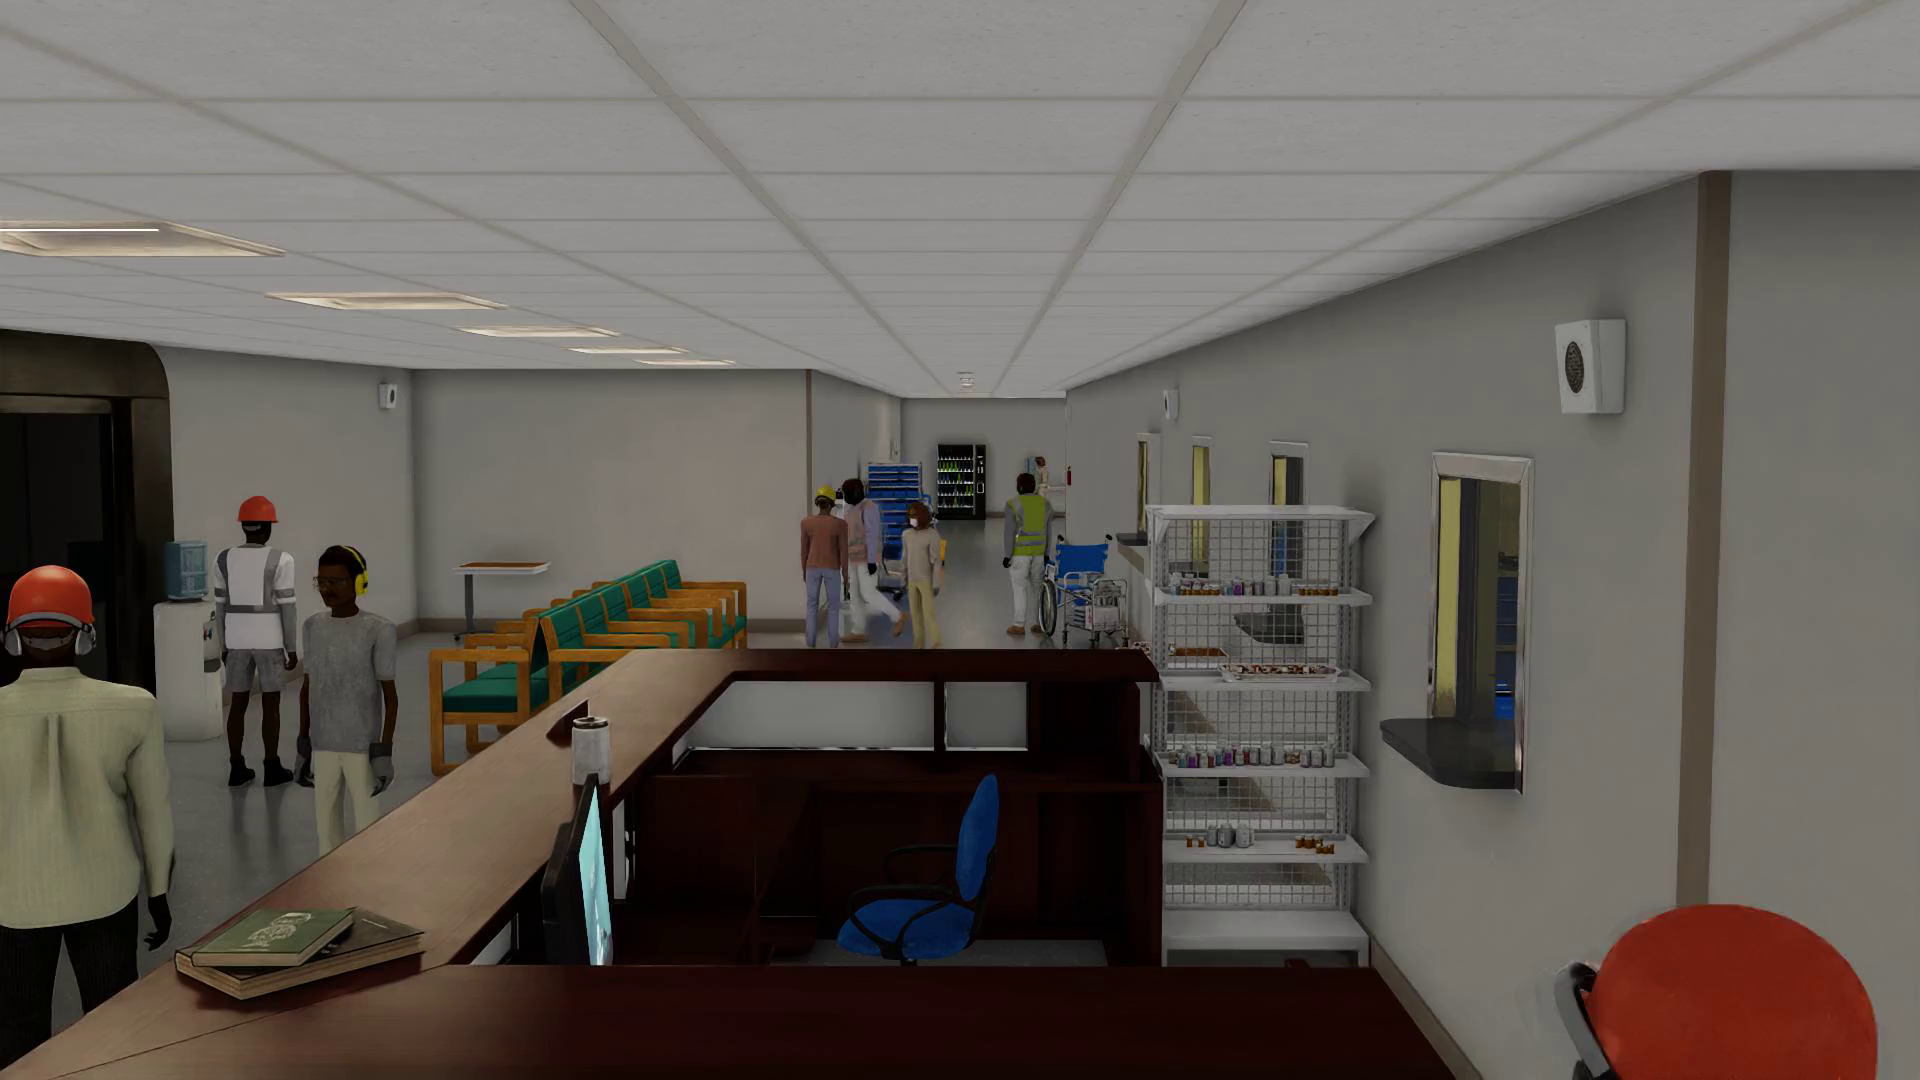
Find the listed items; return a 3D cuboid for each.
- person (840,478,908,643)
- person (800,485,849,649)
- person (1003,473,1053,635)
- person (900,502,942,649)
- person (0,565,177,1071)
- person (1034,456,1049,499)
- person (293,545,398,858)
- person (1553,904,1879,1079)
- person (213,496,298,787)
[{"bbox_3d":[-0.975,0.224,18.158,0.674,1.811,0.681,-2,5,-25],"label":"person"},{"bbox_3d":[-1.404,0.311,17.292,0.518,1.757,0.341,1,4,10],"label":"person"},{"bbox_3d":[0.750,0.156,18.877,0.633,1.841,0.429,-2,5,-30],"label":"person"},{"bbox_3d":[-0.386,0.431,16.556,0.287,1.628,0.509,-4,6,-45],"label":"person"},{"bbox_3d":[-2.681,1.070,4.962,0.622,1.993,0.381,-3,5,-32],"label":"person"},{"bbox_3d":[1.821,-1.061,37.368,0.310,1.636,0.522,3,5,32],"label":"person"},{"bbox_3d":[-2.784,0.952,7.506,0.512,1.873,0.328,1,4,14],"label":"person"},{"bbox_3d":[0.677,1.321,1.667,0.499,1.959,0.621,-1,4,-14],"label":"person"},{"bbox_3d":[-4.669,0.672,11.076,0.546,1.929,0.392,0,4,3],"label":"person"}]
